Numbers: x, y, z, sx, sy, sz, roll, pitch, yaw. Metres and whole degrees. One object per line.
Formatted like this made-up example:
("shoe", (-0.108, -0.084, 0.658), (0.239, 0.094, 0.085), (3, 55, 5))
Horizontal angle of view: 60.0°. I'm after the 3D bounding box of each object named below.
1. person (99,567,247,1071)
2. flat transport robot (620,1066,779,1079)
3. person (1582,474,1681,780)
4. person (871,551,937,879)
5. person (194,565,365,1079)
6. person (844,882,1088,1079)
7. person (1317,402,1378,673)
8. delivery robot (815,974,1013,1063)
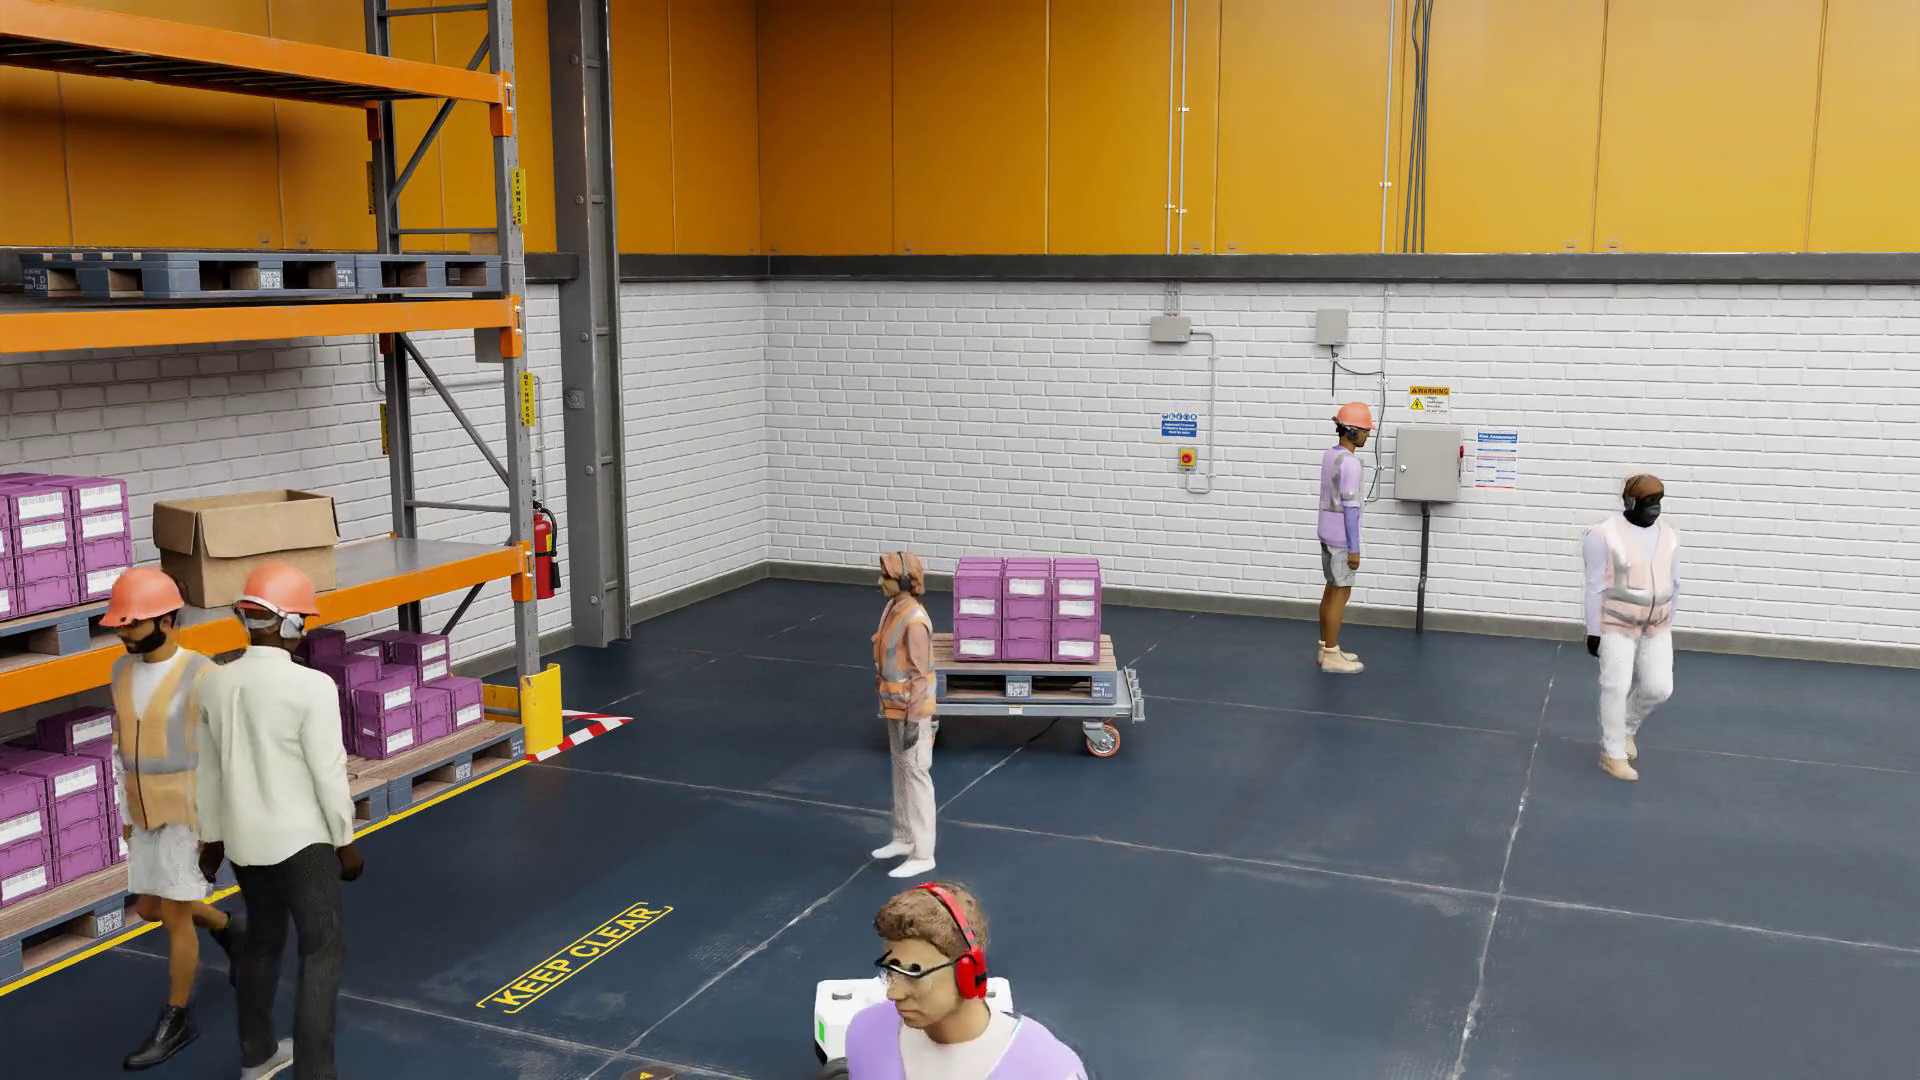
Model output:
("person", (-3.015, 1.025, 6.488), (0.548, 1.914, 0.716), (4, 10, 21))
("flat transport robot", (-0.807, 2.053, 5.191), (0.652, 0.197, 1.431), (-1, 9, -4))
("person", (3.974, 0.509, 9.871), (0.625, 1.830, 0.461), (-1, 9, -9))
("person", (-0.271, 0.859, 8.300), (0.312, 1.637, 0.521), (-3, 10, -16))
("person", (-2.415, 1.091, 5.935), (0.848, 1.961, 0.599), (4, 10, 25))
("person", (0.005, 1.574, 3.395), (0.593, 1.821, 0.520), (7, 11, 35))
("person", (2.883, -0.016, 12.427), (0.410, 2.032, 0.608), (0, 9, -2))
("delivery robot", (-0.163, 1.733, 5.991), (0.707, 0.478, 0.477), (0, 9, -2))
